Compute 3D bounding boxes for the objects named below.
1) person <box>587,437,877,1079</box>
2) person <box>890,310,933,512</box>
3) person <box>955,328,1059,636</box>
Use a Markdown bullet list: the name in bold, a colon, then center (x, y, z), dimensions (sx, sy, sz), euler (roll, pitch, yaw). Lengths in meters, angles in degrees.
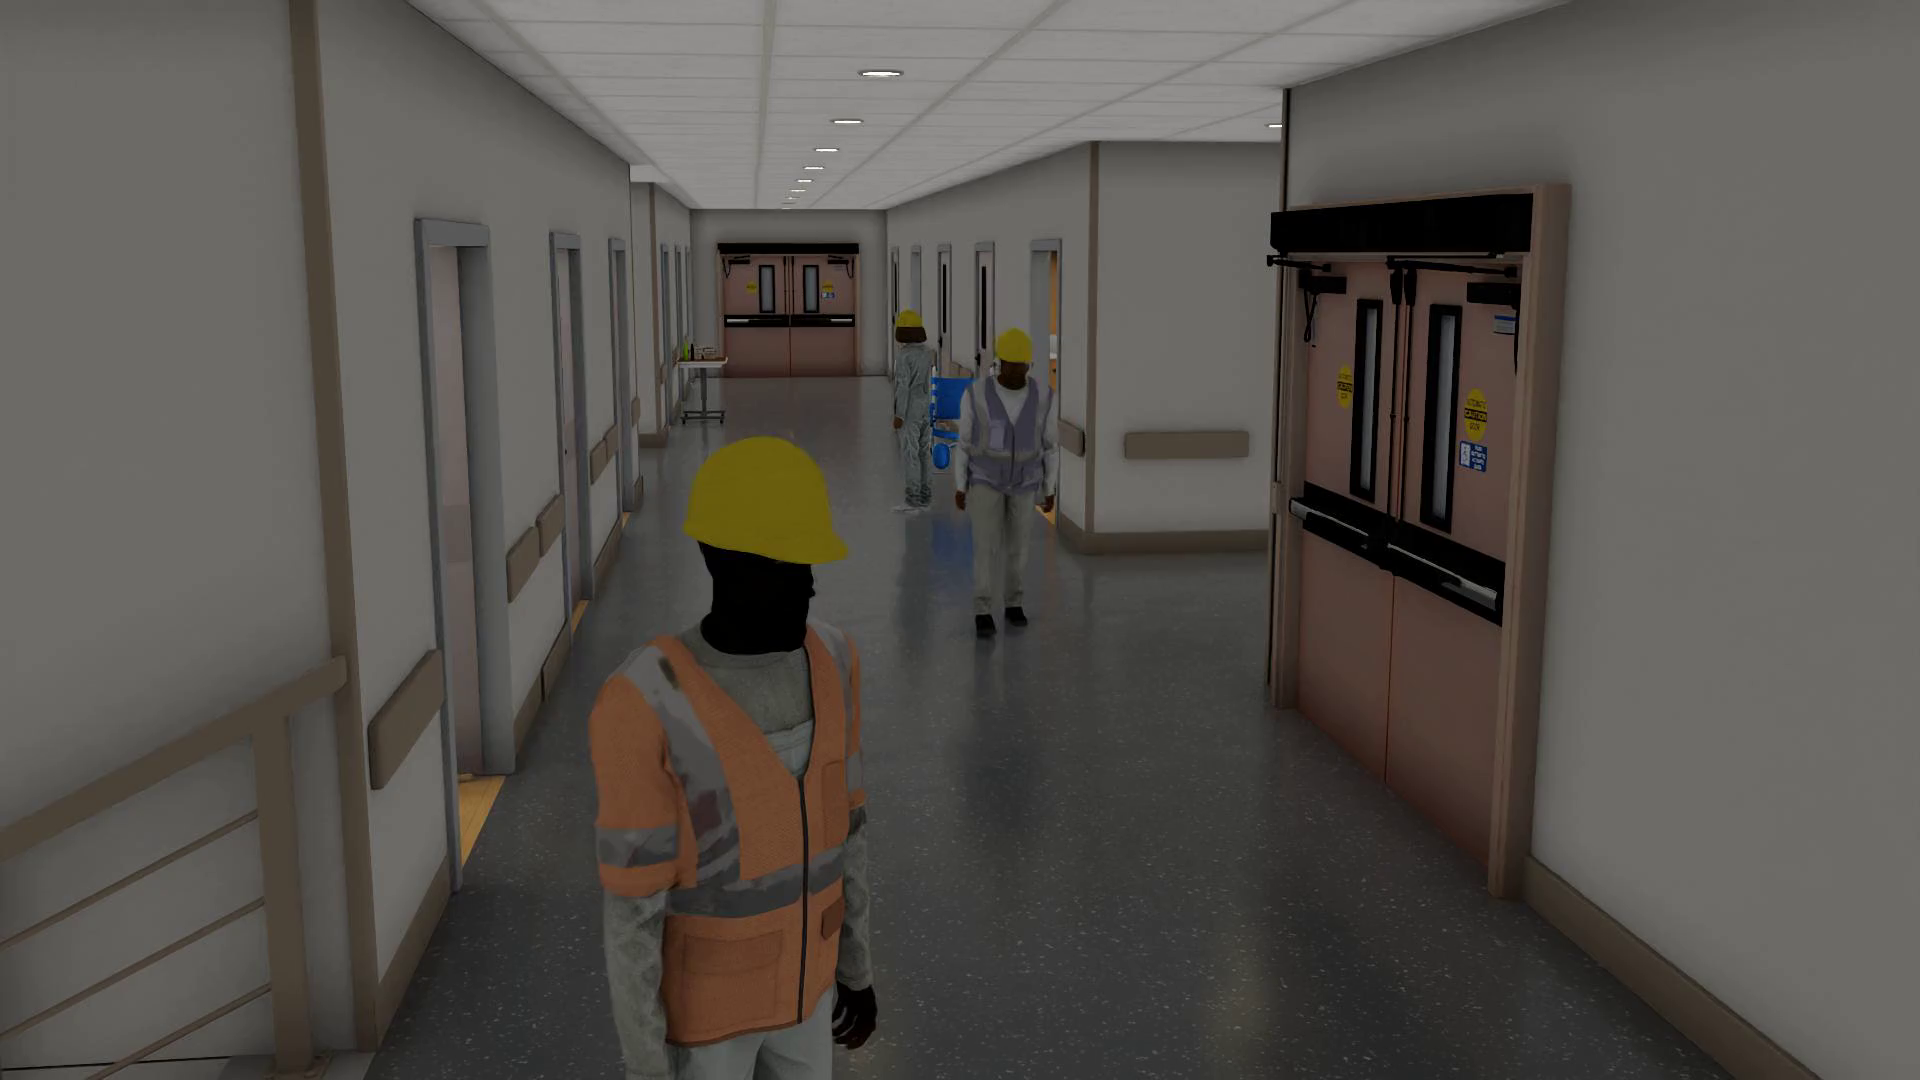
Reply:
- **person**: center (-0.353, 0.774, 2.891), dimensions (0.397, 1.920, 0.586), euler (8, 12, 37)
- **person**: center (-0.425, -1.109, 14.355), dimensions (0.293, 1.745, 0.484), euler (5, 11, 27)
- **person**: center (0.294, -0.336, 9.725), dimensions (0.604, 1.792, 0.694), euler (-2, 10, -10)
